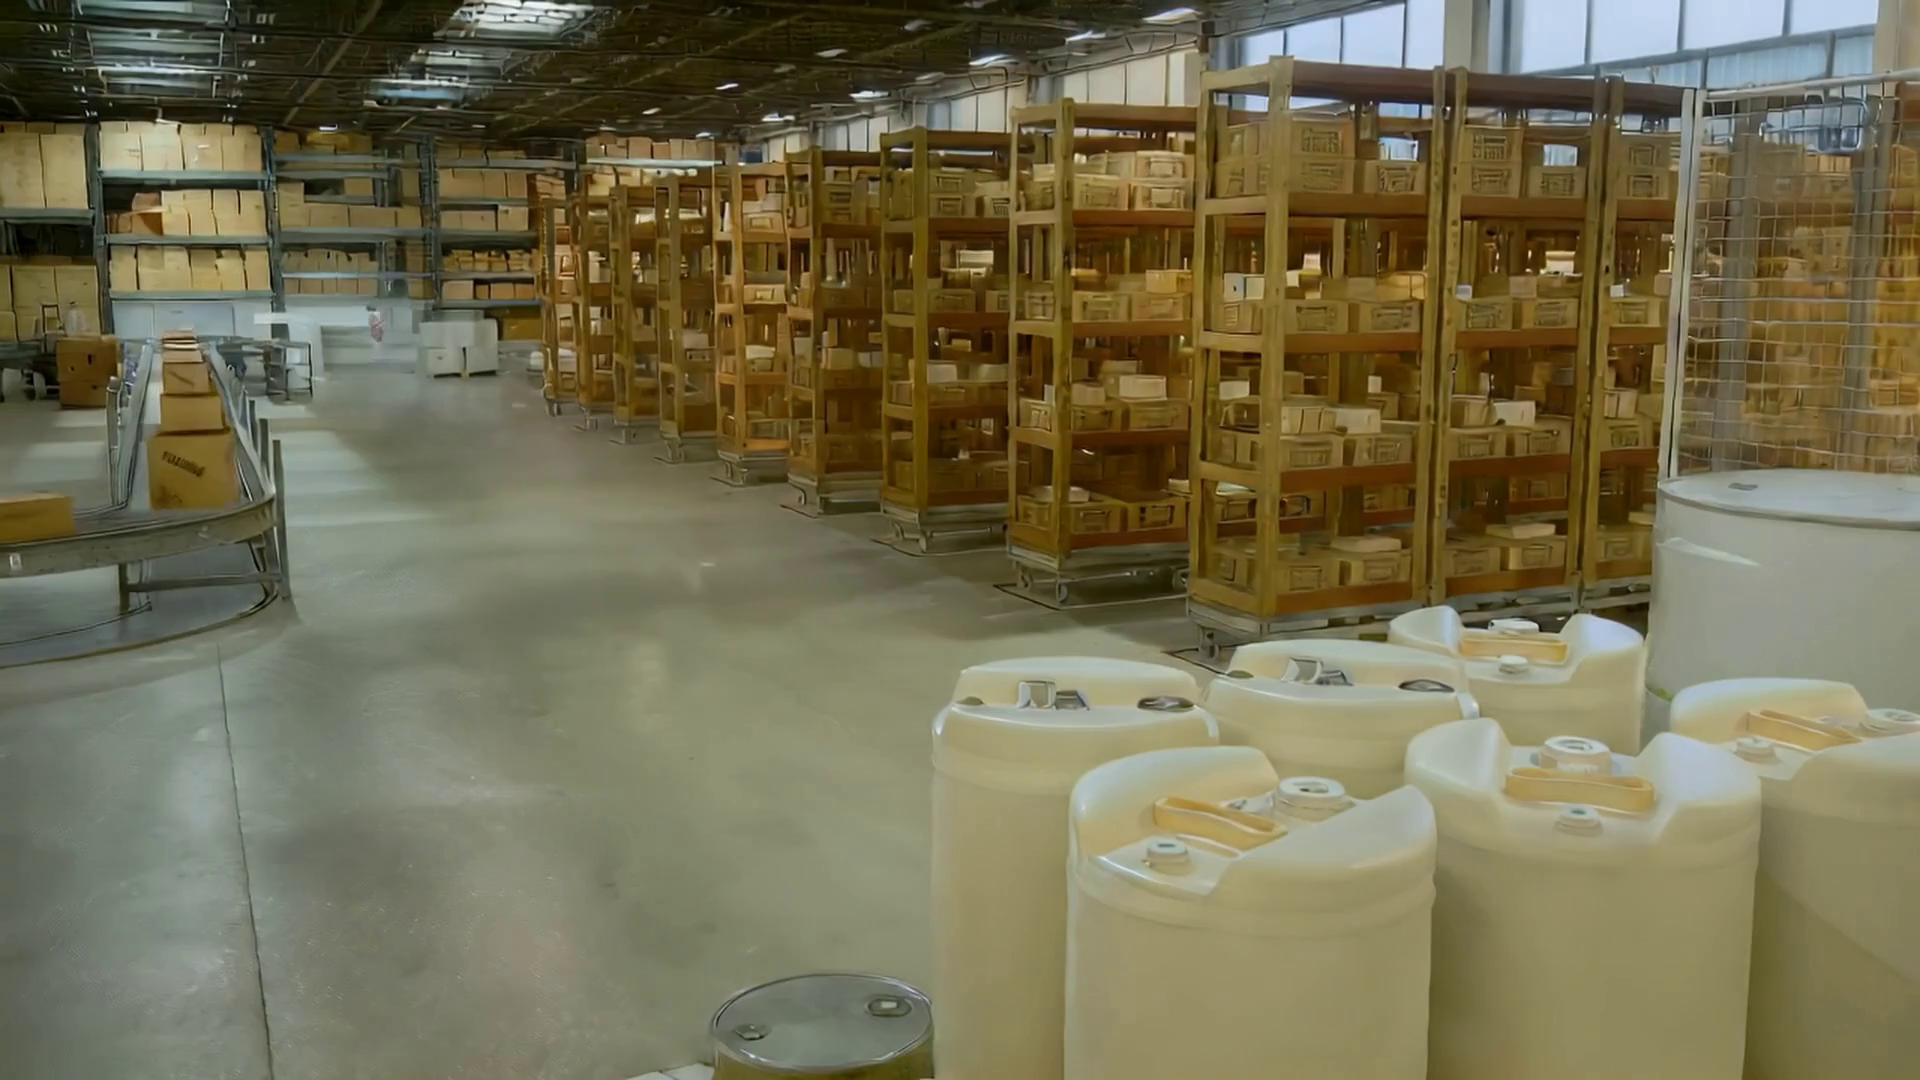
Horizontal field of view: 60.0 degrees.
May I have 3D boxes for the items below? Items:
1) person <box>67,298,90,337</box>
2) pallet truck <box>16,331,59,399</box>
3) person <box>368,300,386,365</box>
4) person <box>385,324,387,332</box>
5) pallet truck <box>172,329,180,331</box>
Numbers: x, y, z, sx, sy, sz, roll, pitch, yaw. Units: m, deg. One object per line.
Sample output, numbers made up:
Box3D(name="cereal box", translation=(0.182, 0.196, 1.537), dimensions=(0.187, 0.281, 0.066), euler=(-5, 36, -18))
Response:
Box3D(name="person", translation=(-20.232, -4.640, 38.163), dimensions=(0.404, 1.824, 0.589), euler=(3, 10, 17))
Box3D(name="pallet truck", translation=(-17.082, -3.353, 31.781), dimensions=(1.630, 1.274, 0.653), euler=(-4, 10, -25))
Box3D(name="person", translation=(-15.205, -5.417, 43.401), dimensions=(0.550, 1.678, 0.431), euler=(6, 11, 35))
Box3D(name="person", translation=(-21.017, -8.469, 61.761), dimensions=(1.054, 1.886, 0.632), euler=(-5, 10, -26))
Box3D(name="pallet truck", translation=(-17.275, -3.851, 35.096), dimensions=(1.601, 1.201, 0.680), euler=(0, 9, 1))
